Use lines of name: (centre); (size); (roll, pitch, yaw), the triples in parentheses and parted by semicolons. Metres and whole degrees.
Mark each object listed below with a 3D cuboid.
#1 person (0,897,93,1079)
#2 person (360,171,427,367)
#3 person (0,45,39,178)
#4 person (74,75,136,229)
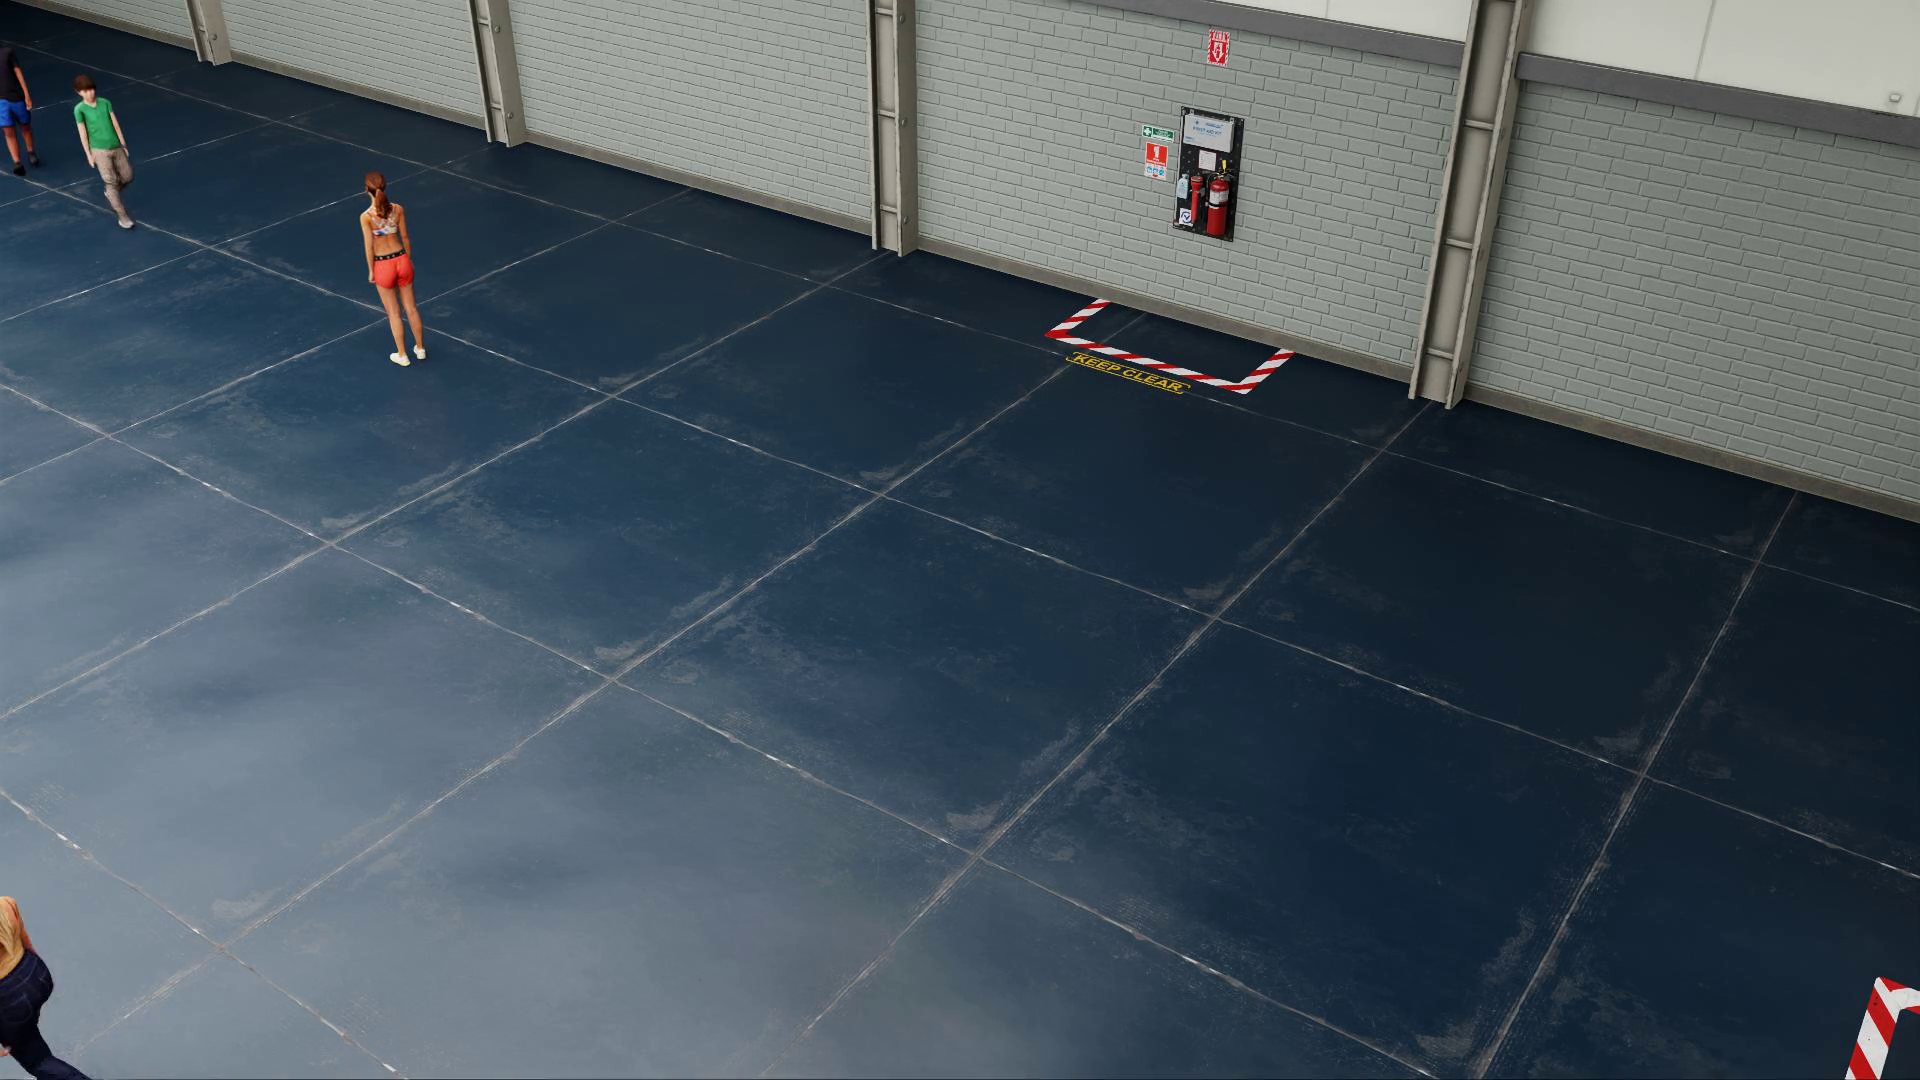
person: (-4.331, 2.185, 7.791); (1.094, 1.603, 0.901); (6, 33, 10)
person: (-5.100, -2.433, 14.936); (0.638, 1.790, 0.615); (-25, 40, -34)
person: (-11.012, -5.150, 19.282); (1.006, 1.747, 1.203); (-13, 35, -20)
person: (-9.214, -4.194, 17.876); (0.836, 1.633, 0.630); (25, 40, 34)
